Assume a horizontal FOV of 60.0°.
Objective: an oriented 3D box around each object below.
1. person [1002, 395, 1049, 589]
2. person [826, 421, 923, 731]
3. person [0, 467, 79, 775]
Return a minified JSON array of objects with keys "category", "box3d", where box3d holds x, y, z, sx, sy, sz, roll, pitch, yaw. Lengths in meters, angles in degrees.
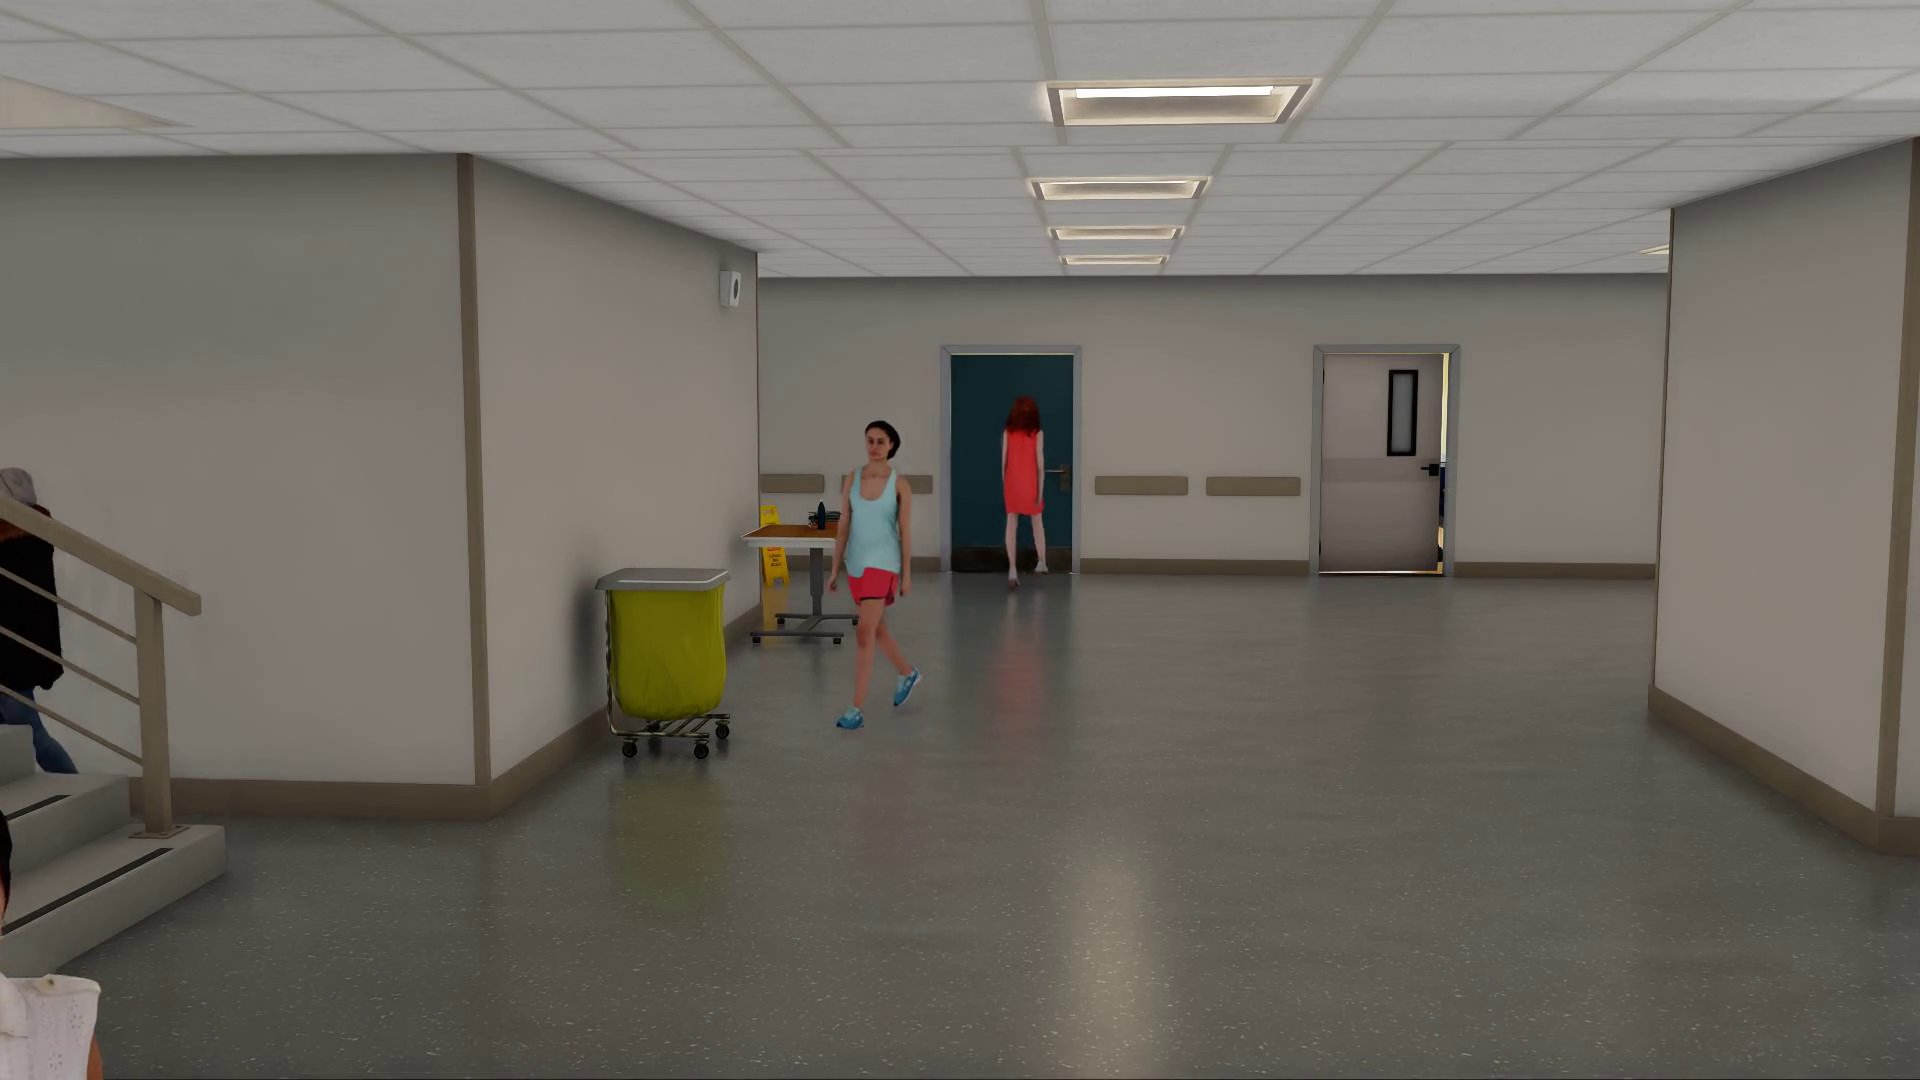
[{"category":"person","box3d":[0.554,-0.426,15.560,1.051,1.788,0.792,2,6,15]},{"category":"person","box3d":[-0.458,0.206,9.600,1.211,1.725,0.971,3,7,29]},{"category":"person","box3d":[-3.976,0.519,7.108,1.009,1.599,0.627,0,6,4]}]
